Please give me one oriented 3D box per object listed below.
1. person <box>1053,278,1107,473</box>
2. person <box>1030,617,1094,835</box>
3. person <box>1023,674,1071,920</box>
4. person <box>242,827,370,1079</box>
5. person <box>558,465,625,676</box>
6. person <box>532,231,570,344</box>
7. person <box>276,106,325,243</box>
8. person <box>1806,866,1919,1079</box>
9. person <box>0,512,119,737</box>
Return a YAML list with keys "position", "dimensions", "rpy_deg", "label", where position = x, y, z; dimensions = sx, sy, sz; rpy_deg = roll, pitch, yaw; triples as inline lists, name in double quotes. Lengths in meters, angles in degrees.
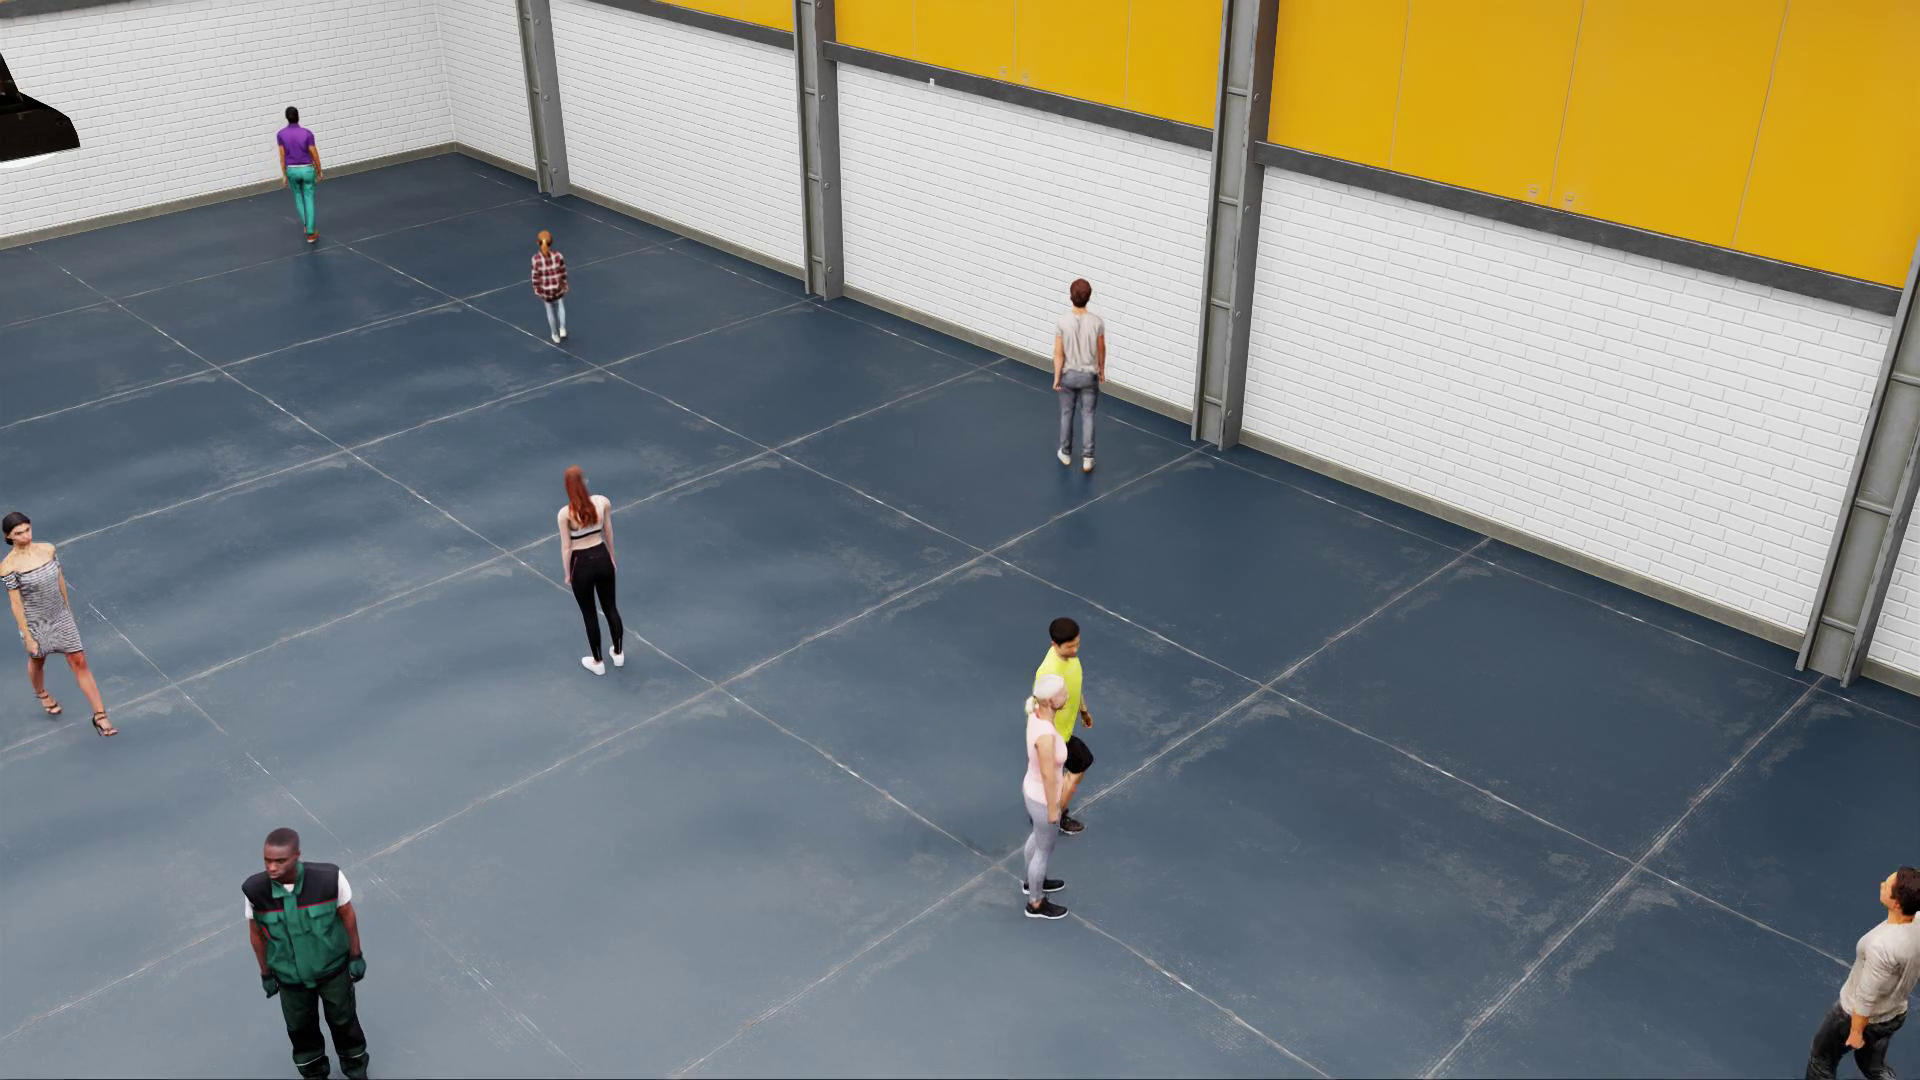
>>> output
- position: [1.145, -1.563, 15.821]
  dimensions: [0.834, 1.900, 0.895]
  rpy_deg: [0, 29, 0]
  label: "person"
- position: [0.564, 1.224, 10.930]
  dimensions: [0.810, 1.691, 0.749]
  rpy_deg: [-1, 29, -2]
  label: "person"
- position: [0.504, 1.568, 10.263]
  dimensions: [0.694, 1.725, 0.624]
  rpy_deg: [-2, 29, -4]
  label: "person"
- position: [-3.458, 2.264, 8.870]
  dimensions: [0.776, 1.837, 0.772]
  rpy_deg: [-8, 30, -14]
  label: "person"
- position: [-2.811, 0.225, 12.708]
  dimensions: [0.615, 1.742, 0.565]
  rpy_deg: [-18, 34, -30]
  label: "person"
- position: [-4.607, -2.844, 18.794]
  dimensions: [0.619, 1.301, 0.637]
  rpy_deg: [-11, 30, -19]
  label: "person"
- position: [-8.684, -4.788, 21.895]
  dimensions: [0.920, 1.743, 1.030]
  rpy_deg: [-5, 29, -9]
  label: "person"
- position: [4.781, 2.465, 8.554]
  dimensions: [0.813, 1.787, 1.093]
  rpy_deg: [-17, 33, -28]
  label: "person"
- position: [-6.643, 0.607, 11.983]
  dimensions: [1.188, 1.765, 0.803]
  rpy_deg: [17, 33, 28]
  label: "person"
